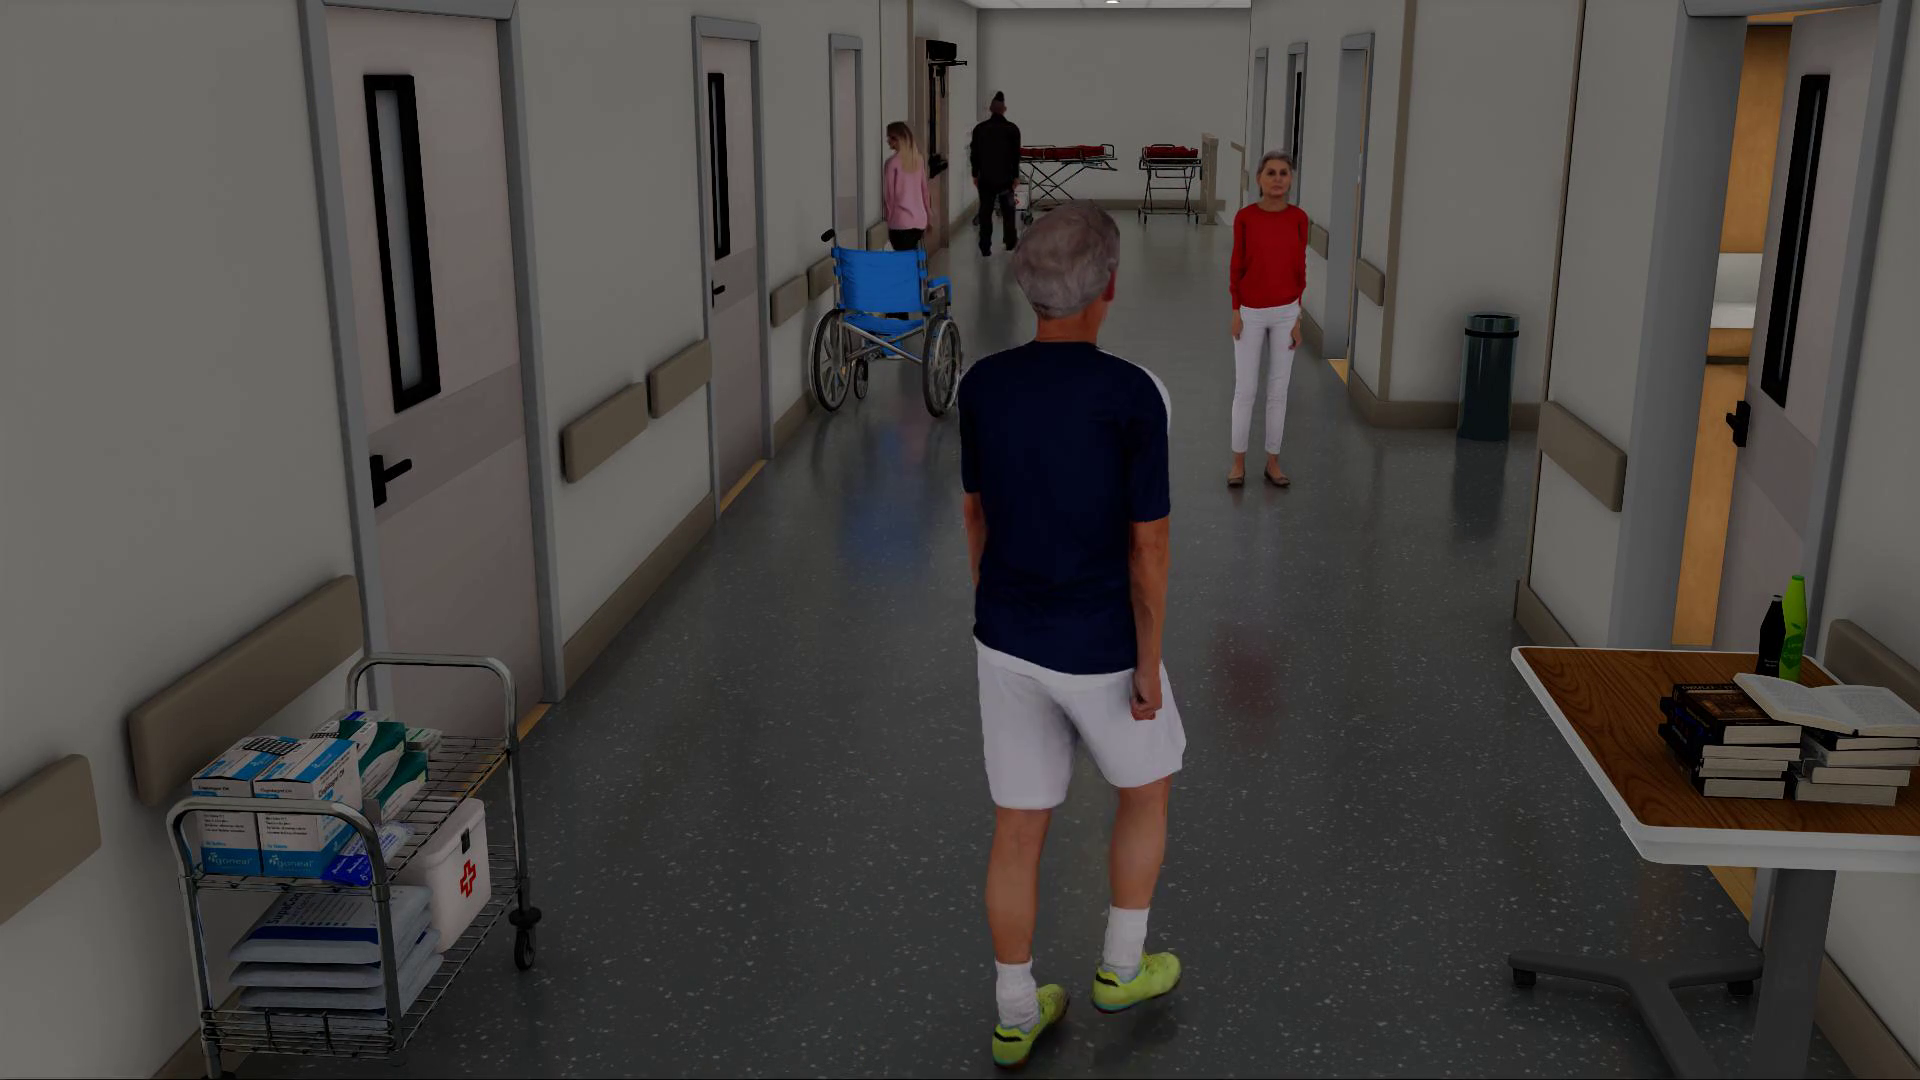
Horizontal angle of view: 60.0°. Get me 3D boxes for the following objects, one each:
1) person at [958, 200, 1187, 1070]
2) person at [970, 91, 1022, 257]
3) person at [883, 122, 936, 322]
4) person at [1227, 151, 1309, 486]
[{"bbox_3d":[0.173,0.245,3.409,0.762,1.816,0.824,8,17,25],"label":"person"},{"bbox_3d":[0.391,-4.116,18.877,0.838,1.816,1.127,3,16,11],"label":"person"},{"bbox_3d":[-0.389,-2.568,13.697,1.089,1.647,1.108,-14,21,-41],"label":"person"},{"bbox_3d":[1.565,-1.126,8.503,0.564,1.690,0.577,0,16,-1],"label":"person"}]
